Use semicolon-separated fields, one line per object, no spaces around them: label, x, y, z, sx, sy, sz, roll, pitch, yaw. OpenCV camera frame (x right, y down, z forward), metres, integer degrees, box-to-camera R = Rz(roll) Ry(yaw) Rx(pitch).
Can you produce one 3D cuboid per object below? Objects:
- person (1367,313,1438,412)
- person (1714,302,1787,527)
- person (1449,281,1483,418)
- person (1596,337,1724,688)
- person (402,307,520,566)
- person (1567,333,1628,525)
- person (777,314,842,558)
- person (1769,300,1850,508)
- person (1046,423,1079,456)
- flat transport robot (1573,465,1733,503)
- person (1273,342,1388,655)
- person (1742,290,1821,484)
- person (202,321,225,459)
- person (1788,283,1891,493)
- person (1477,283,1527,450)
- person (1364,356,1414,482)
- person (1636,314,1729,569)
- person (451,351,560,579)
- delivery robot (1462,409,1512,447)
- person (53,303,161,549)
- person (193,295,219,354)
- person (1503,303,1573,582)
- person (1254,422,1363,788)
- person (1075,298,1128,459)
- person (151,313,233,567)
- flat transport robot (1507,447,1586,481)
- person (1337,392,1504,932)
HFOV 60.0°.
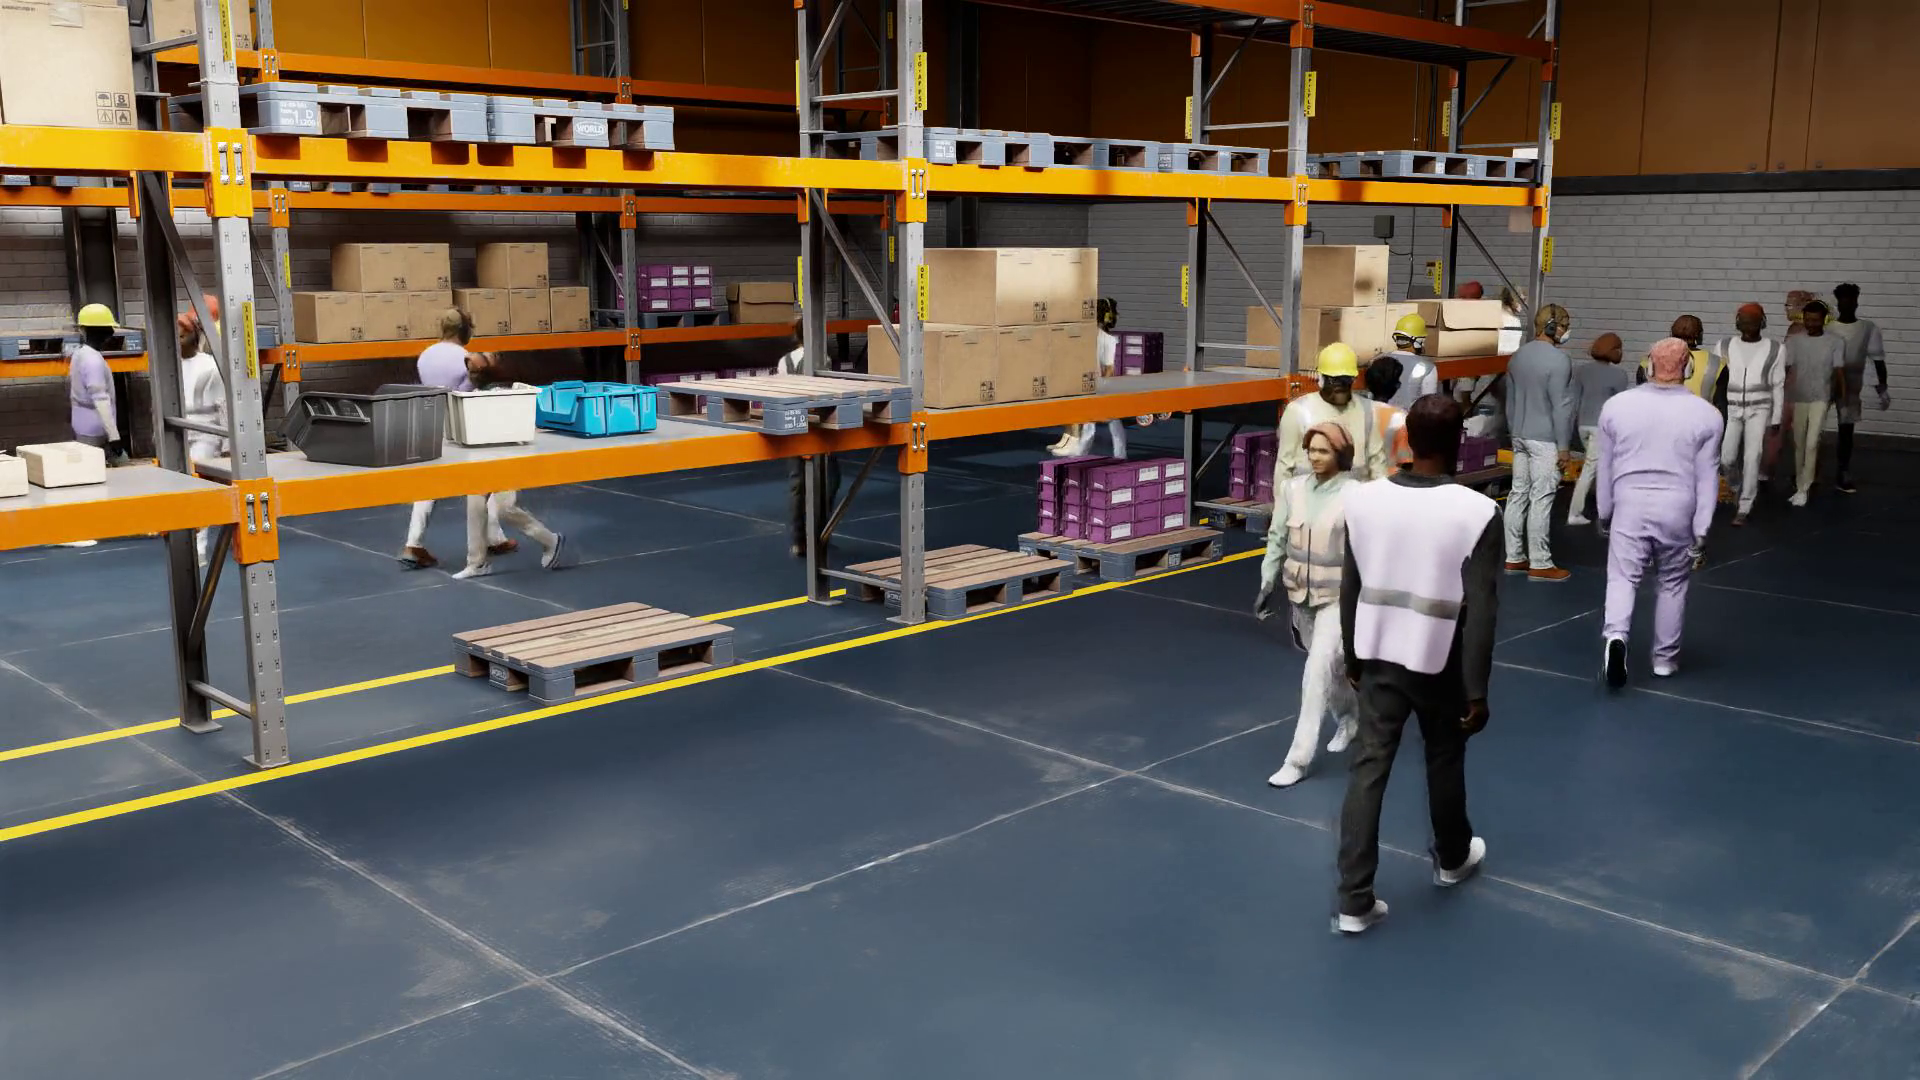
person;3.350;-0.795;12.586;0.403;1.826;0.596;-10;14;-44
person;6.608;-1.068;13.975;0.589;1.863;0.774;6;12;31
person;5.779;-2.062;19.327;0.392;1.881;0.757;-7;12;-32
person;3.684;-0.135;8.846;0.634;1.877;0.820;6;12;29
person;-3.724;-0.755;12.178;0.642;1.901;1.001;6;12;28
person;5.394;-0.928;13.924;0.811;1.591;0.504;-5;12;-26
person;-1.139;-0.779;12.491;0.535;1.821;0.513;6;12;31
person;7.507;-1.204;14.755;0.807;1.831;0.613;-10;14;-42
person;1.142;-1.944;18.236;0.375;2.042;0.615;-1;10;-6
flat transport robot;6.456;-0.531;15.370;0.652;0.197;1.431;-5;12;-26
person;2.107;-0.217;9.445;0.612;1.811;0.436;-3;11;-16
person;7.974;-1.471;16.110;0.871;1.872;0.658;4;11;19
person;-6.110;-0.945;13.686;0.494;1.716;0.766;8;13;37
person;8.333;-1.427;15.665;0.803;1.958;0.466;5;12;27
person;5.499;-1.643;16.922;0.458;1.926;0.666;7;13;35
person;2.476;-0.262;10.043;0.446;1.686;0.537;-10;14;-43
person;5.211;-0.711;12.067;0.625;1.843;0.430;5;11;24
person;-3.236;-0.537;11.748;0.718;1.610;0.522;-9;14;-40
delivery robot;5.575;-1.155;17.742;0.477;0.478;0.707;-4;11;-19
person;-6.596;-0.882;12.887;1.002;1.873;0.612;-5;12;-27
person;-6.517;-1.205;14.647;0.406;1.894;0.629;-8;13;-36
person;4.054;-0.681;11.647;0.375;1.936;0.627;-3;11;-15
person;1.647;0.251;7.498;0.870;1.594;0.520;-10;14;-42
person;1.357;-1.268;15.111;0.877;1.834;0.546;-6;12;-29
person;-5.601;-0.751;12.256;0.566;1.854;0.825;2;11;12
flat transport robot;5.933;-0.781;16.732;0.652;0.197;1.431;-2;11;-12
person;1.628;0.406;5.909;0.609;1.863;0.993;8;13;38
